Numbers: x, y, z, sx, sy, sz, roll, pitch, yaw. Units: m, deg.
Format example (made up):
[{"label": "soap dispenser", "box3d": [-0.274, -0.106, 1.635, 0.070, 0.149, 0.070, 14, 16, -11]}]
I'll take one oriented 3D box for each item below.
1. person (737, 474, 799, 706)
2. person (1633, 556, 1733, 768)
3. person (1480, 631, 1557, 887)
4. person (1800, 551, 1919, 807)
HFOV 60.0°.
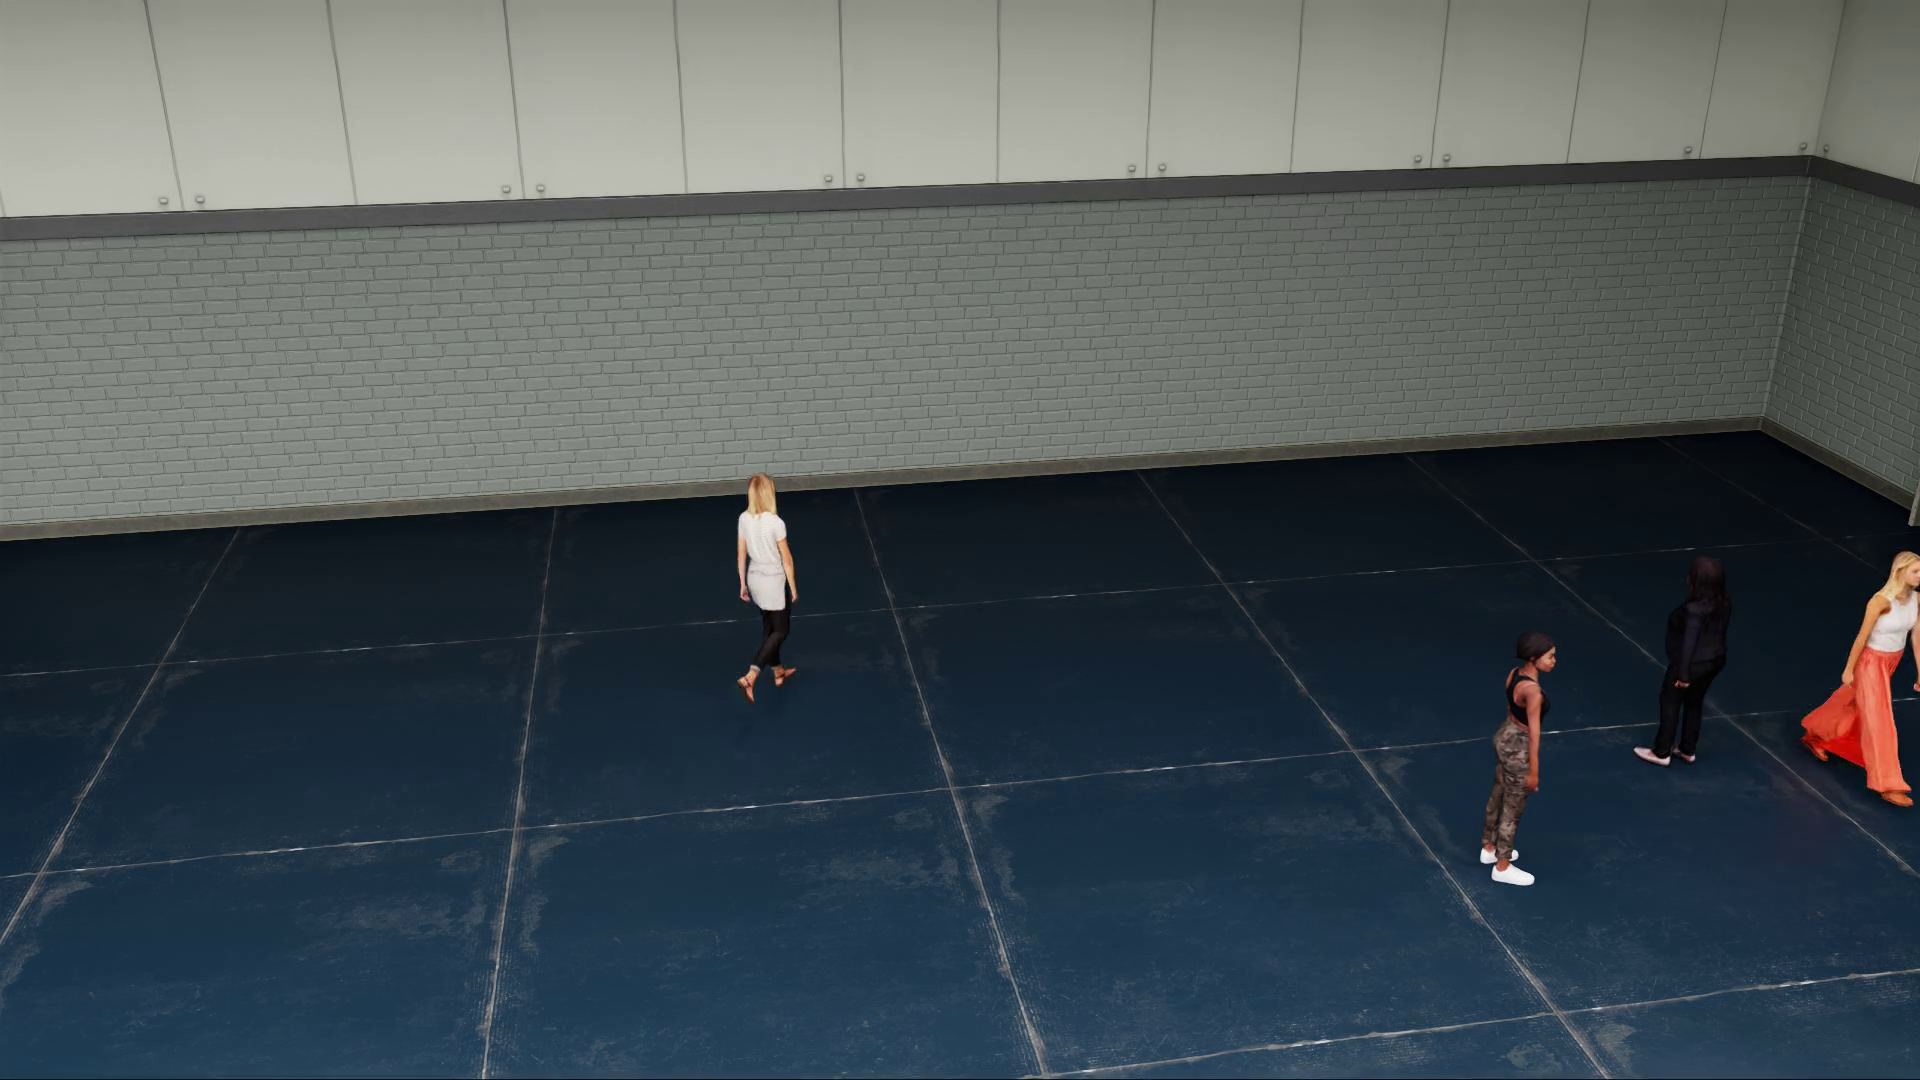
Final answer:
[{"label": "person", "box3d": [-1.497, 0.399, 12.615, 1.001, 1.808, 1.108, 12, 26, 26]}, {"label": "person", "box3d": [5.253, 0.875, 11.753, 0.781, 1.606, 0.815, -19, 29, -37]}, {"label": "person", "box3d": [3.517, 1.352, 10.510, 0.676, 1.701, 0.534, 0, 23, 1]}, {"label": "person", "box3d": [6.291, 0.876, 11.564, 0.796, 1.753, 1.294, -8, 24, -18]}]
